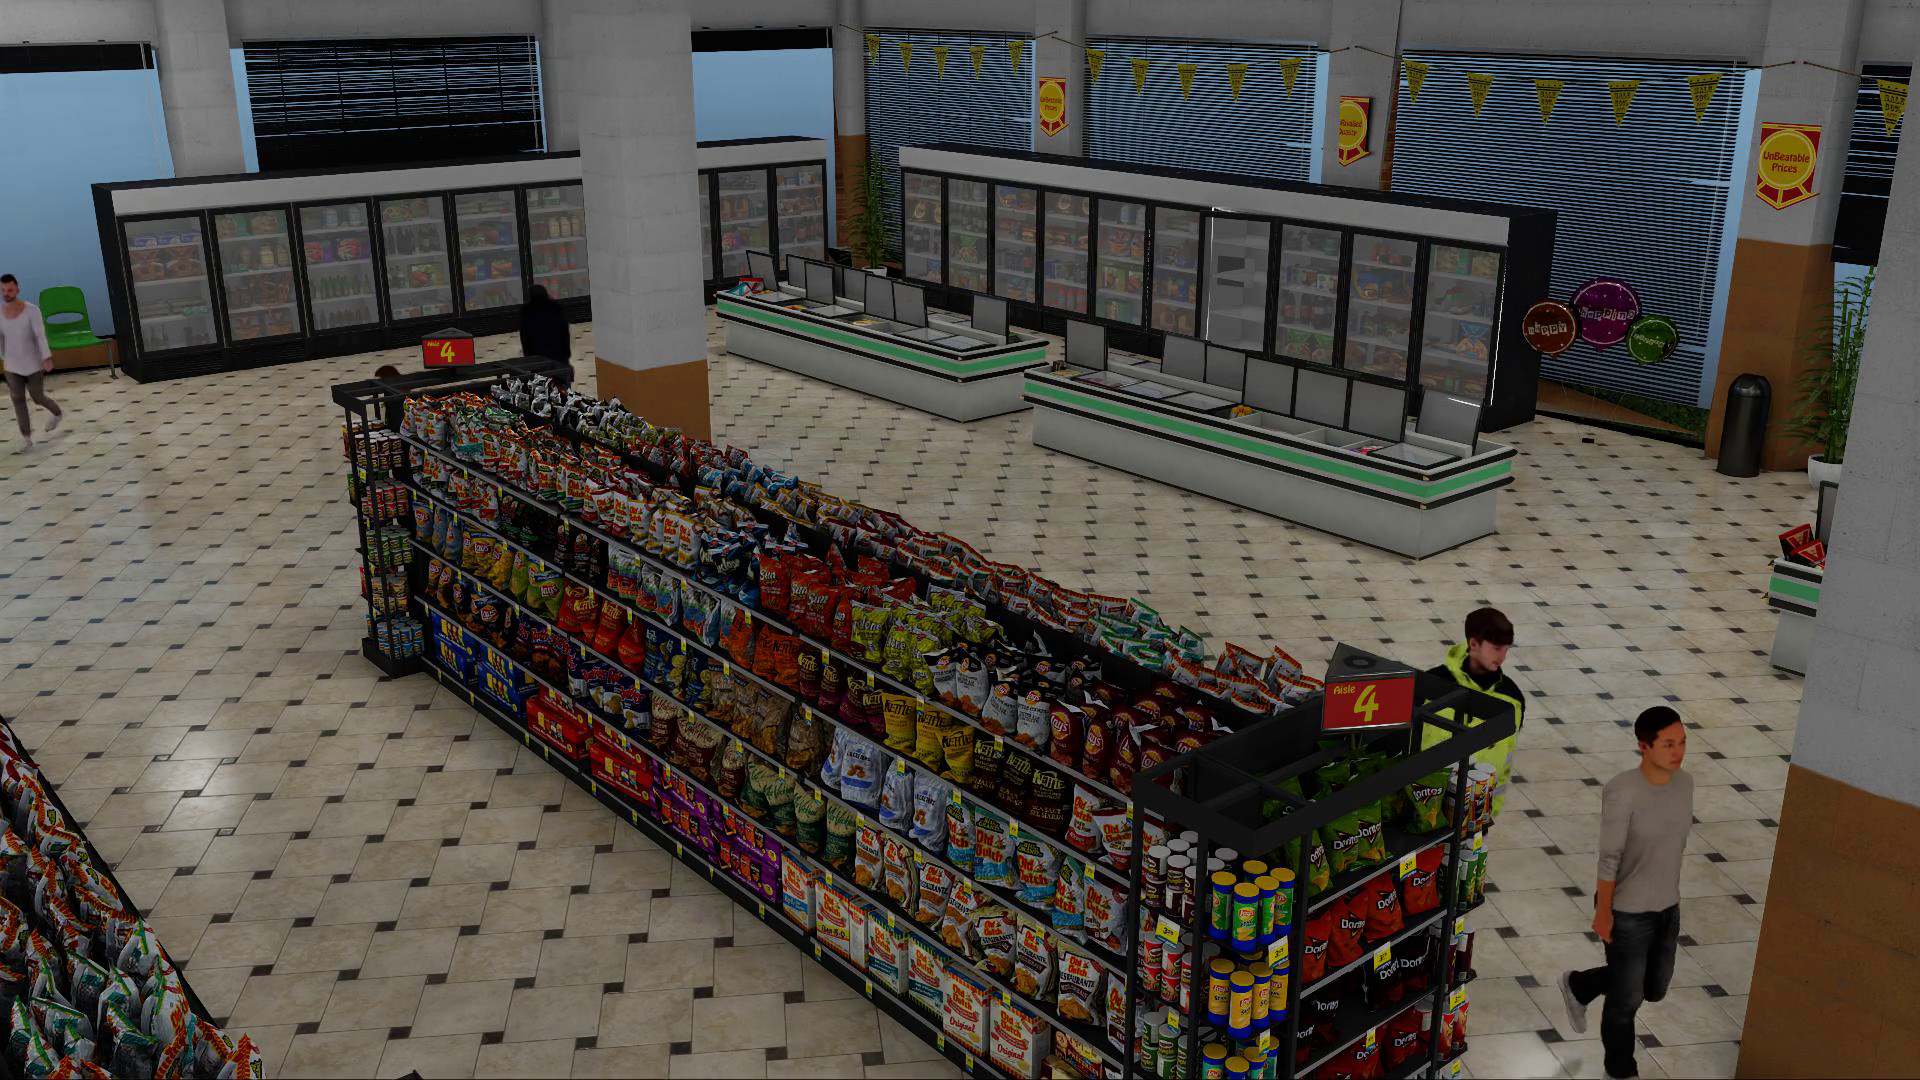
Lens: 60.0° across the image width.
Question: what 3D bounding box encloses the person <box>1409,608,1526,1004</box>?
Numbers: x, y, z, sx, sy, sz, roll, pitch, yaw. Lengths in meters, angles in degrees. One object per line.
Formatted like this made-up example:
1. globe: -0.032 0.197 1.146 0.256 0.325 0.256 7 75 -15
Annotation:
1. person: 2.253 1.203 7.874 1.102 1.942 1.200 -1 19 -3

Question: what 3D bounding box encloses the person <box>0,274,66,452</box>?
1. person: -9.607 -1.845 17.123 1.046 1.807 1.175 0 19 -1

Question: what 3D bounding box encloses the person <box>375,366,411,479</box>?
1. person: -4.461 -0.610 13.635 0.746 1.695 0.803 -3 19 -9

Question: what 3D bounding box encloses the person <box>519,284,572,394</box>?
1. person: -4.266 -1.811 17.262 0.956 1.655 1.114 -4 19 -11

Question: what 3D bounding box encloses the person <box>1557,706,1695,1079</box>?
1. person: 2.843 1.525 7.143 0.793 1.798 0.971 -8 20 -24
